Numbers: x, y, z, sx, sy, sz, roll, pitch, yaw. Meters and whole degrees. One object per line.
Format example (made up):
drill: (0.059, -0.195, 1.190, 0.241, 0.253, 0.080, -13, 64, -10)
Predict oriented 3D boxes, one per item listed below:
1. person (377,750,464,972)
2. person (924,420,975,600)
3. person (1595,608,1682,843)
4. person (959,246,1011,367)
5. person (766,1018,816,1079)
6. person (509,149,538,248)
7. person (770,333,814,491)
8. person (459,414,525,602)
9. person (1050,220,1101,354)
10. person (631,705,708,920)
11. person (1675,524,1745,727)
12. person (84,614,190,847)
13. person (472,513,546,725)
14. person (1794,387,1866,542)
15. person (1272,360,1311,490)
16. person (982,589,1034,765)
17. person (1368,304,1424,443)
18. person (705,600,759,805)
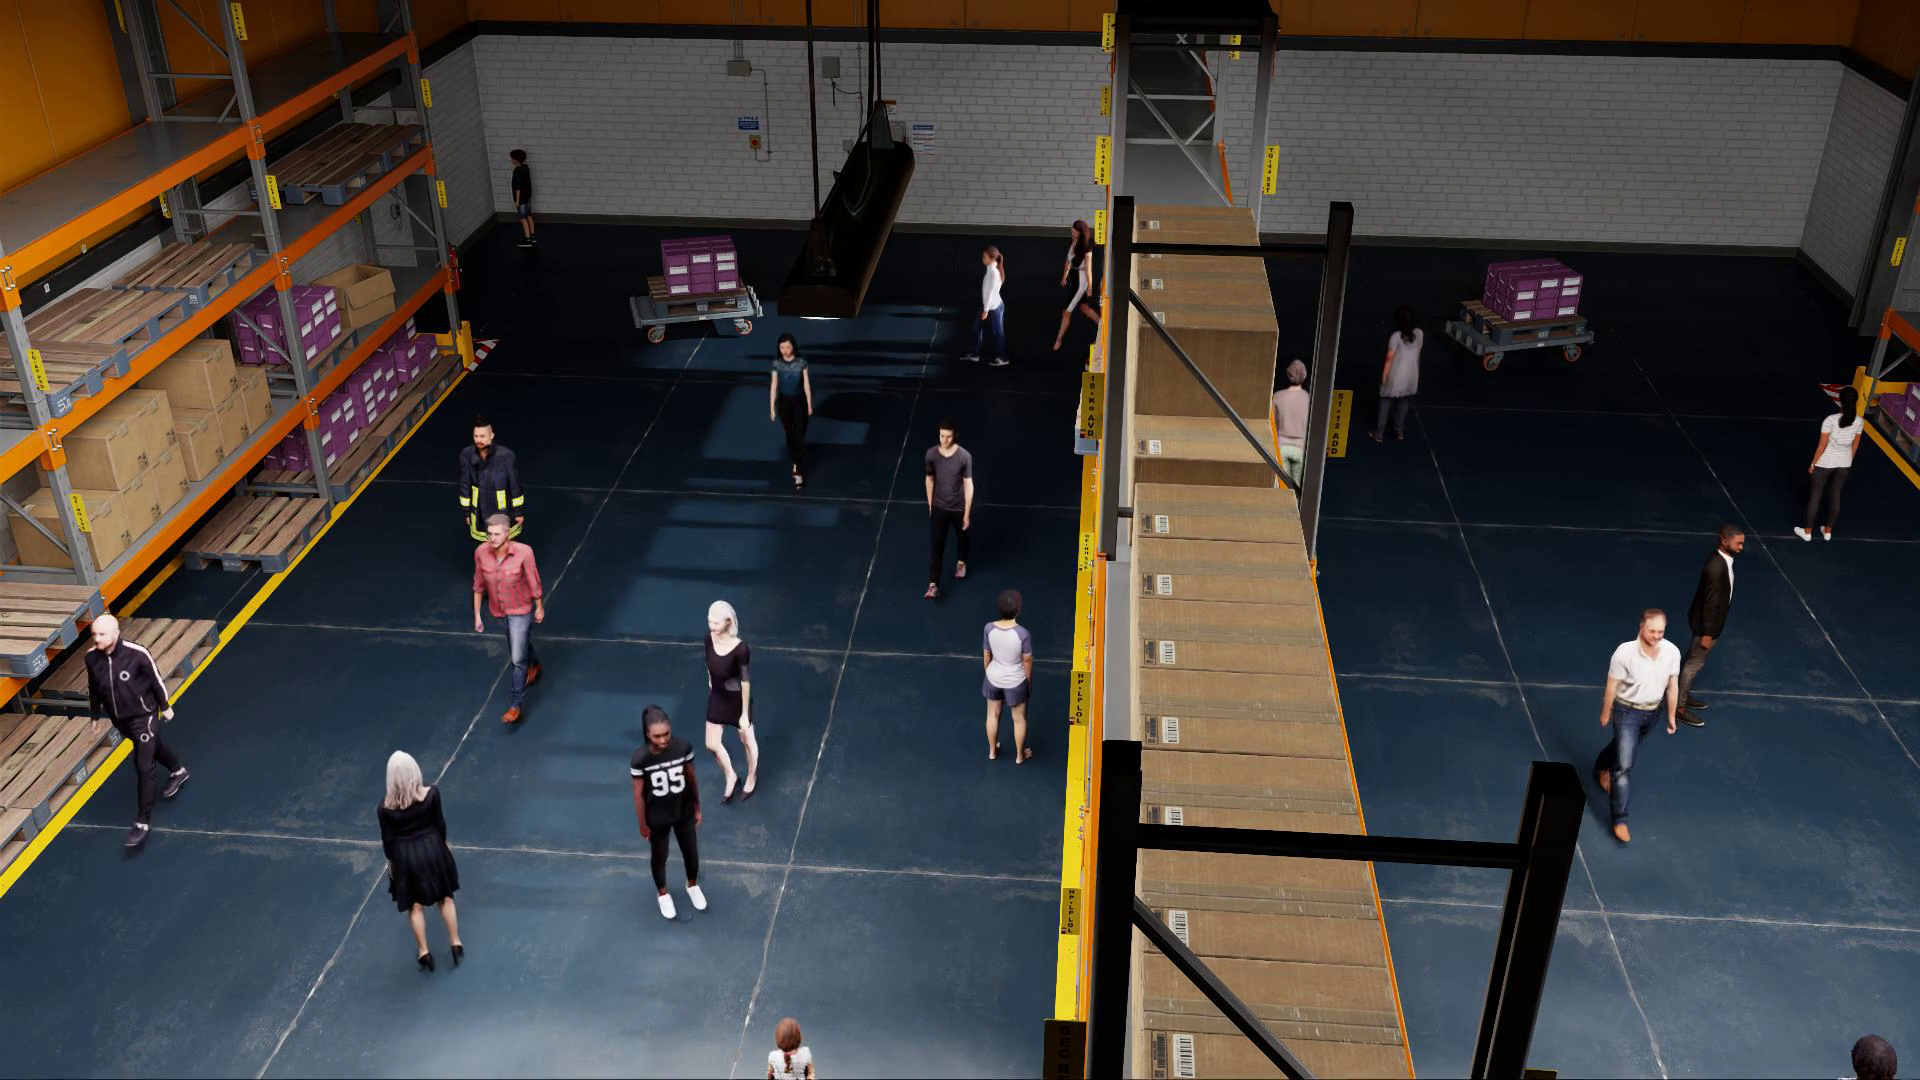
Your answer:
person: (-3.622, 2.154, 11.162, 0.711, 1.744, 0.738, -15, 32, -25)
person: (-0.051, -0.342, 15.771, 0.744, 1.713, 1.158, 6, 29, 11)
person: (5.141, 1.267, 12.715, 0.755, 1.816, 1.235, 0, 29, 0)
person: (0.489, -2.890, 20.624, 0.754, 1.538, 0.850, -8, 30, -14)
person: (-0.990, 3.300, 9.839, 0.552, 1.000, 0.703, -9, 30, -15)
person: (-6.524, -5.114, 24.798, 0.604, 1.445, 0.469, 4, 29, 8)
person: (-1.777, -1.433, 17.767, 0.591, 1.716, 0.756, 1, 29, 3)
person: (-4.363, -0.314, 15.566, 0.755, 1.860, 0.694, 0, 29, 0)
person: (1.569, -3.183, 20.941, 1.063, 1.750, 1.135, -9, 30, -17)
person: (-2.046, 1.894, 11.661, 0.694, 1.723, 0.714, -14, 32, -25)
person: (6.199, 0.675, 13.813, 0.794, 1.802, 0.645, 14, 32, 24)
person: (-6.226, 1.317, 12.667, 0.704, 1.773, 1.211, 3, 29, 6)
person: (-3.761, 0.559, 14.056, 0.784, 1.775, 1.252, 5, 29, 9)
person: (8.713, -0.756, 16.604, 0.580, 1.643, 0.534, 0, 29, 1)
person: (3.276, -0.825, 16.544, 0.759, 1.820, 1.266, 0, 29, 1)
person: (0.382, 1.087, 13.302, 0.613, 1.568, 0.599, 10, 30, 17)
person: (4.966, -1.868, 18.683, 0.749, 1.604, 0.783, -11, 31, -19)
person: (-1.715, 1.209, 12.819, 0.718, 1.817, 0.765, 10, 30, 18)
